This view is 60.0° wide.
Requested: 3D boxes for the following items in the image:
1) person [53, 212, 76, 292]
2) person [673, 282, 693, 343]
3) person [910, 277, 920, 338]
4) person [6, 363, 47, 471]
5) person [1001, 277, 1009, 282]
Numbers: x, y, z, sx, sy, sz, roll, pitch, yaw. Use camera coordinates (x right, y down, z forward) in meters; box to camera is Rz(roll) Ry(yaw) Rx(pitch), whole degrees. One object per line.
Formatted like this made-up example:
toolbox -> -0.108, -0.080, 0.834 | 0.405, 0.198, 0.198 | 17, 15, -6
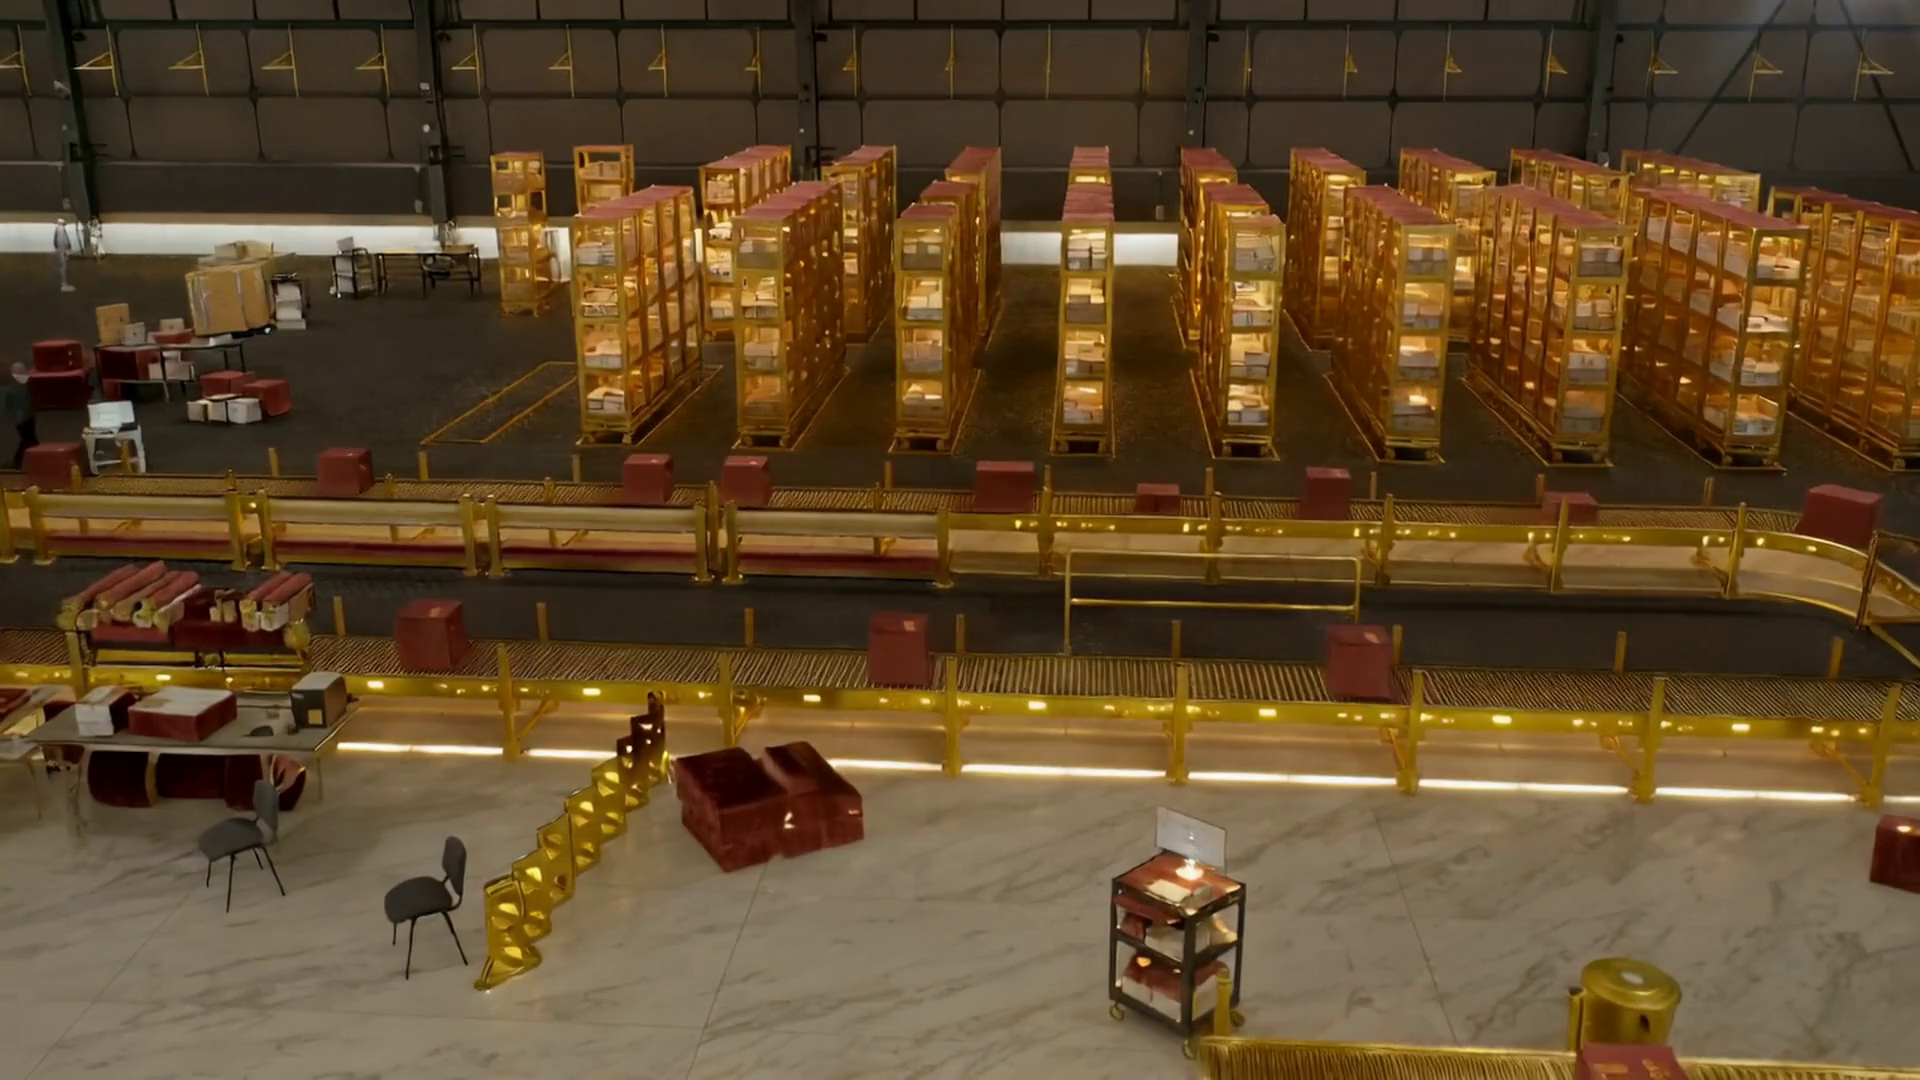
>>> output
person -> -22.033, -7.095, 40.921 | 0.436, 1.935, 0.623 | -9, 19, -25
person -> -5.819, -4.944, 34.350 | 0.577, 1.770, 0.844 | -7, 19, -22
person -> -0.747, -4.309, 31.969 | 0.375, 1.995, 0.609 | 15, 23, 39
person -> -13.624, -1.733, 24.244 | 0.898, 1.722, 0.536 | 2, 18, 8
person -> 0.743, -7.371, 42.030 | 0.996, 1.784, 0.572 | 2, 18, 5
